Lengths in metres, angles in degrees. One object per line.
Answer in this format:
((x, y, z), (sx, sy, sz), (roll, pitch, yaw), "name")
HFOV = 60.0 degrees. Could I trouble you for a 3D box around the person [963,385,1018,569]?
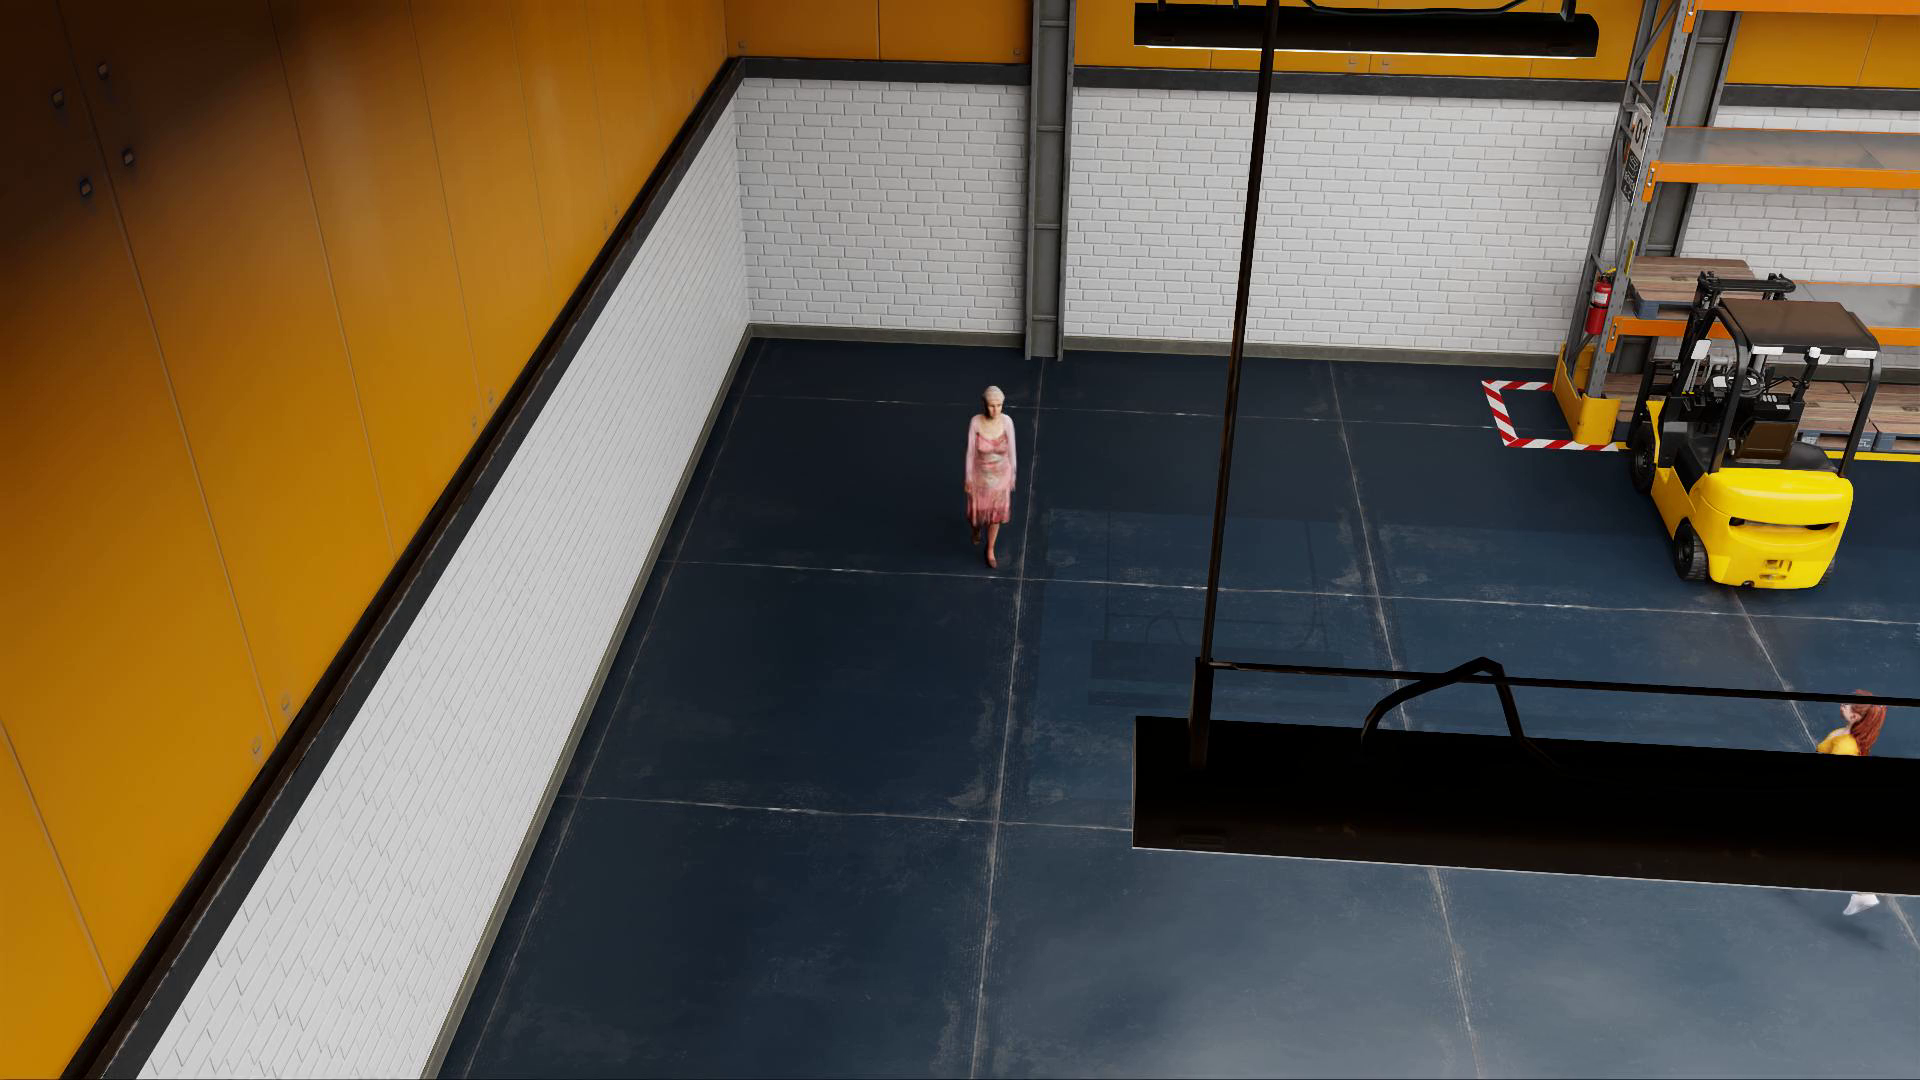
((0.222, -0.574, 14.016), (0.747, 1.682, 0.787), (-8, 34, -11), "person")
